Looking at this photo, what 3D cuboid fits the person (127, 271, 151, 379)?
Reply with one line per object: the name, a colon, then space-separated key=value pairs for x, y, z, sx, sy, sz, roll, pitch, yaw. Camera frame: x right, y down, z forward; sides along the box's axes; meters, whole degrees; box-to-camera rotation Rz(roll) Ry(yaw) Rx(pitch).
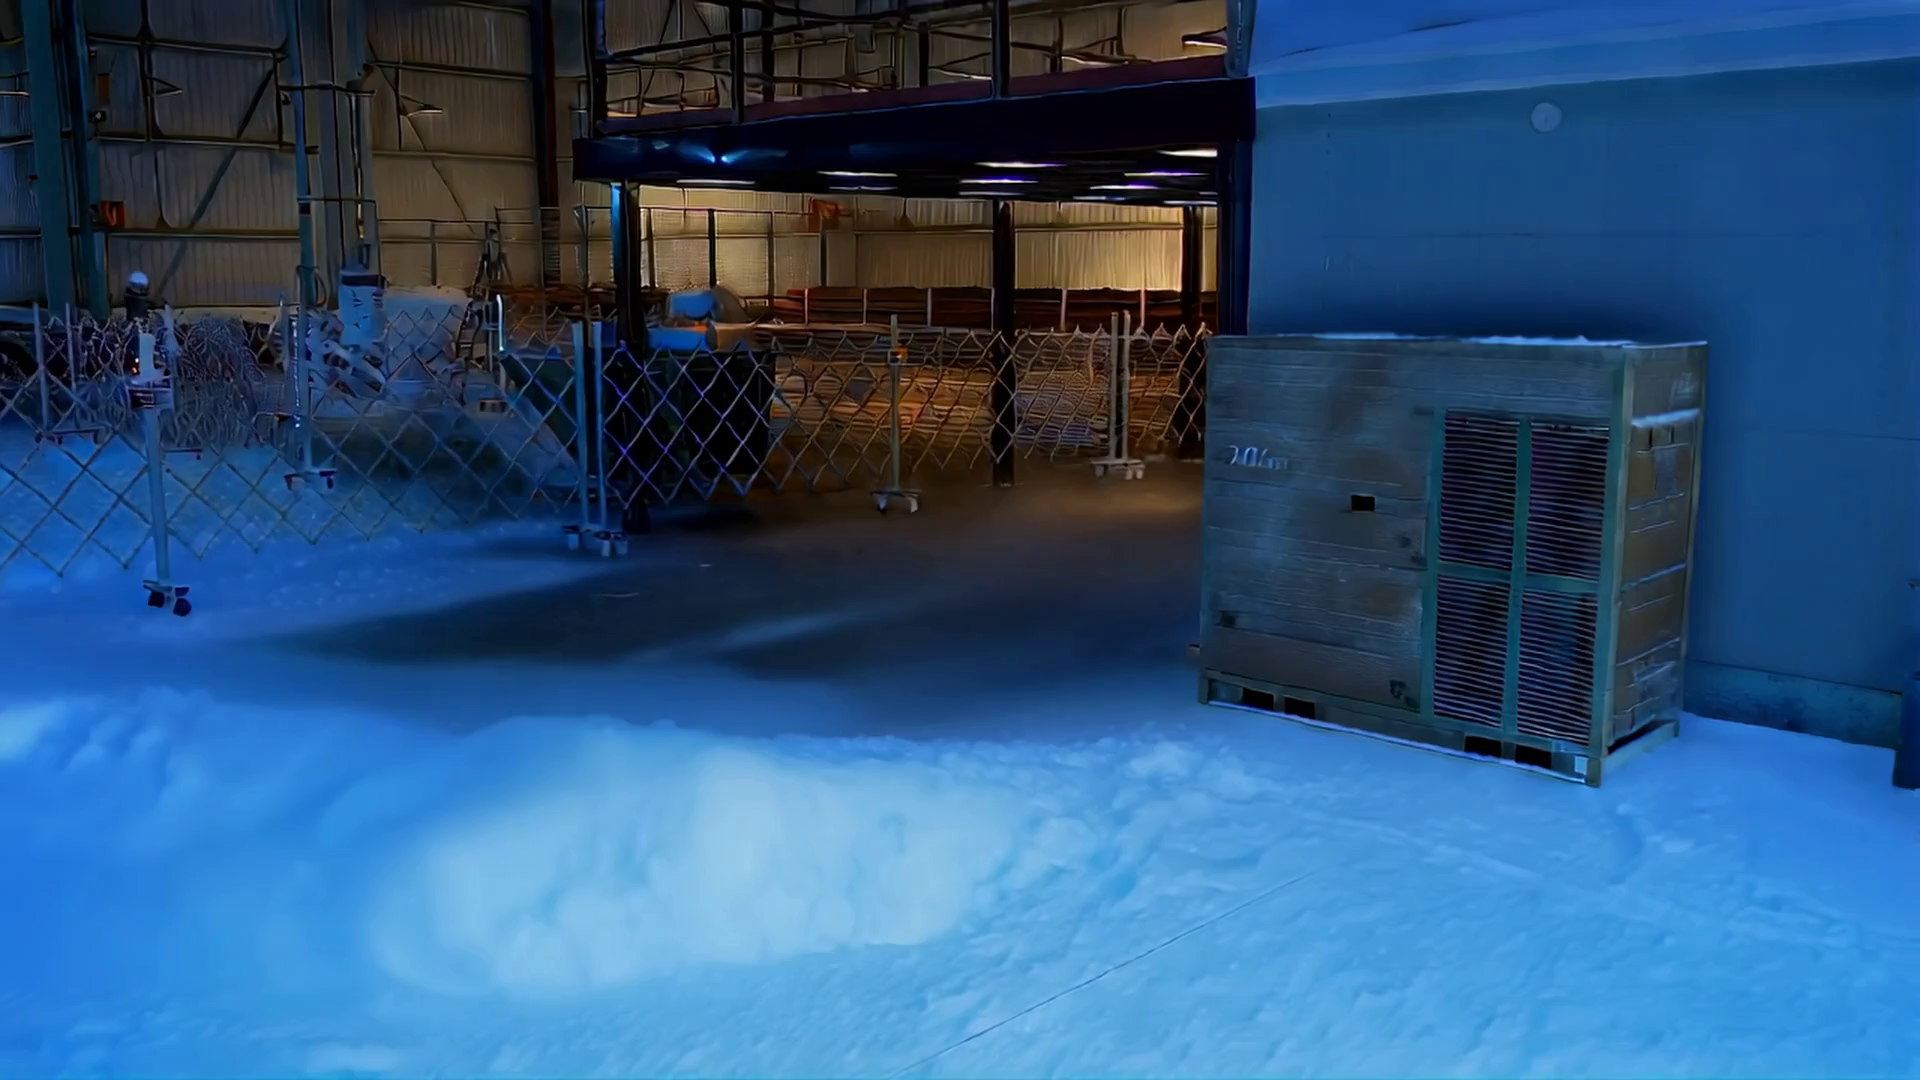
person: x=-13.568 y=-3.426 z=27.567 sx=0.417 sy=2.036 sz=0.601 roll=-4 pitch=10 yaw=-23
